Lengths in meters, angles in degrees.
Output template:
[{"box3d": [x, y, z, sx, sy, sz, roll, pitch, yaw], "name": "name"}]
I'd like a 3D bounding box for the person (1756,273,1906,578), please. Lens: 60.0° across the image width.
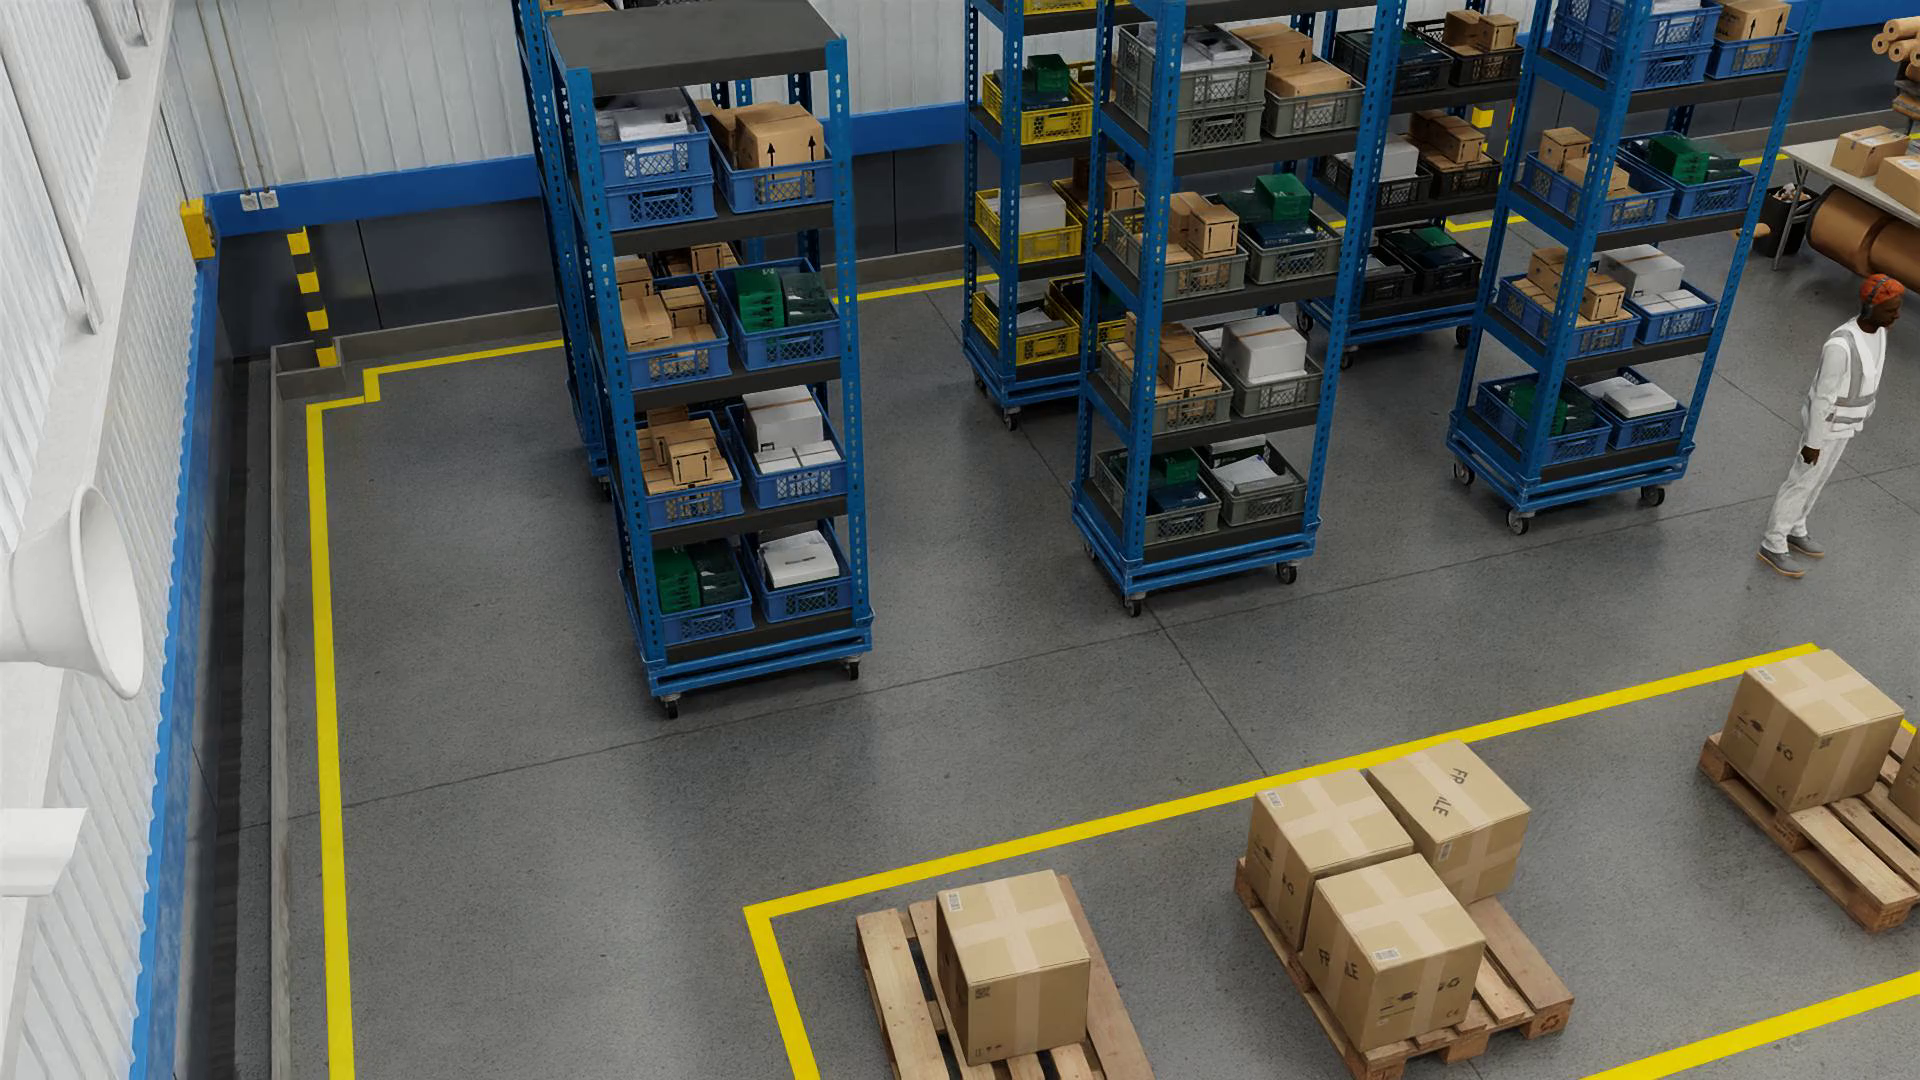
[{"box3d": [5.039, -0.666, 9.597, 0.586, 1.882, 0.343, -28, 44, -34], "name": "person"}]
